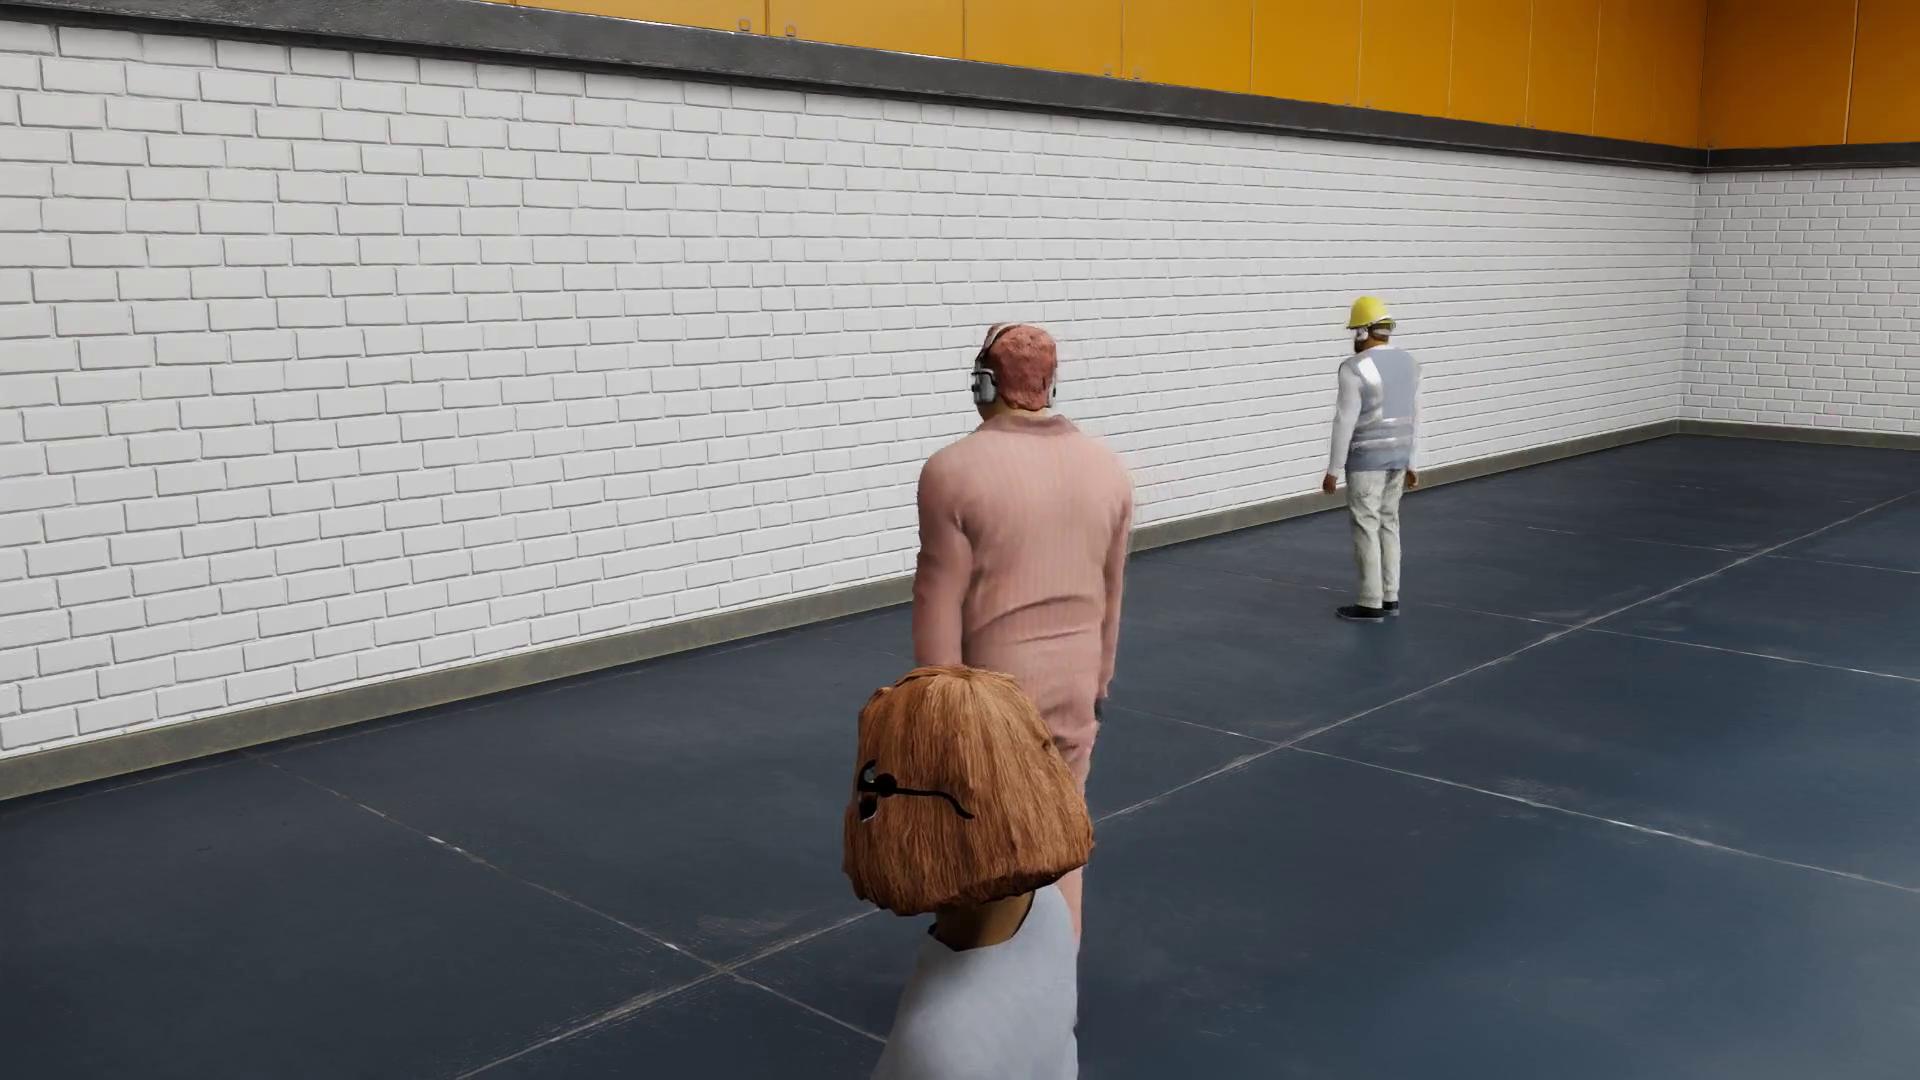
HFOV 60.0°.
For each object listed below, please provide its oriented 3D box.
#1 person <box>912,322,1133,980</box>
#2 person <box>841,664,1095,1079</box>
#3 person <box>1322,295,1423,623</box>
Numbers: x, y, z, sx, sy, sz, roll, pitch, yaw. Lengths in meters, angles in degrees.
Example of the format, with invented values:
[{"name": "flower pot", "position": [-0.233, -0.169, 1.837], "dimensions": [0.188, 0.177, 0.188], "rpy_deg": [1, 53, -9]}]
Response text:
[{"name": "person", "position": [0.139, 0.386, 4.331], "dimensions": [0.679, 1.884, 0.443], "rpy_deg": [-6, 12, -31]}, {"name": "person", "position": [0.013, 0.941, 1.881], "dimensions": [0.265, 1.632, 0.508], "rpy_deg": [2, 10, 11]}, {"name": "person", "position": [2.307, -0.452, 9.300], "dimensions": [0.599, 1.823, 0.405], "rpy_deg": [-7, 12, -36]}]
